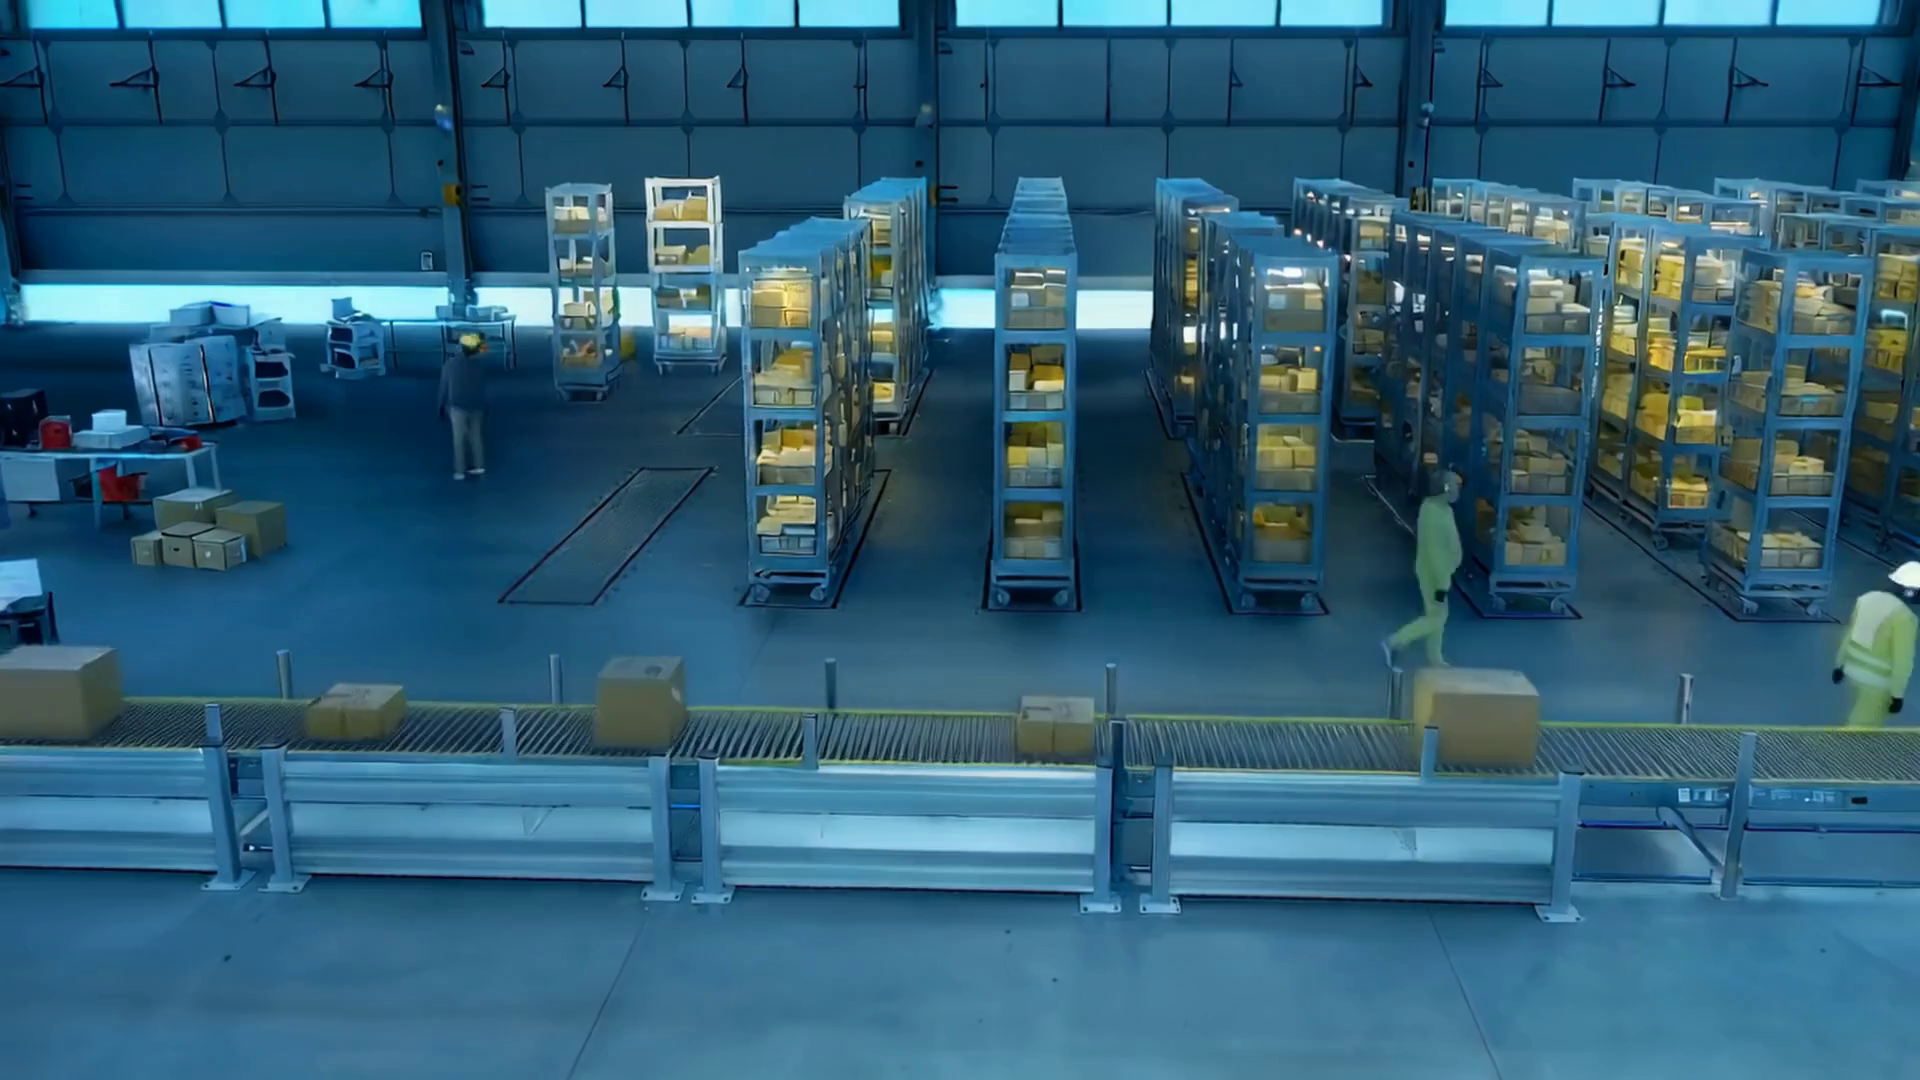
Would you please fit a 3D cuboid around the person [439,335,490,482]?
[{"bbox_3d":[-6.670,-1.779,22.446,0.674,1.948,0.440,-8,17,-28],"label":"person"}]

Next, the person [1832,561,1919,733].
[{"bbox_3d":[6.900,1.018,12.432,0.878,1.770,0.616,-1,15,-3],"label":"person"}]

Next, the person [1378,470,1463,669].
[{"bbox_3d":[4.158,0.296,14.847,0.648,1.894,0.641,3,15,11],"label":"person"}]
